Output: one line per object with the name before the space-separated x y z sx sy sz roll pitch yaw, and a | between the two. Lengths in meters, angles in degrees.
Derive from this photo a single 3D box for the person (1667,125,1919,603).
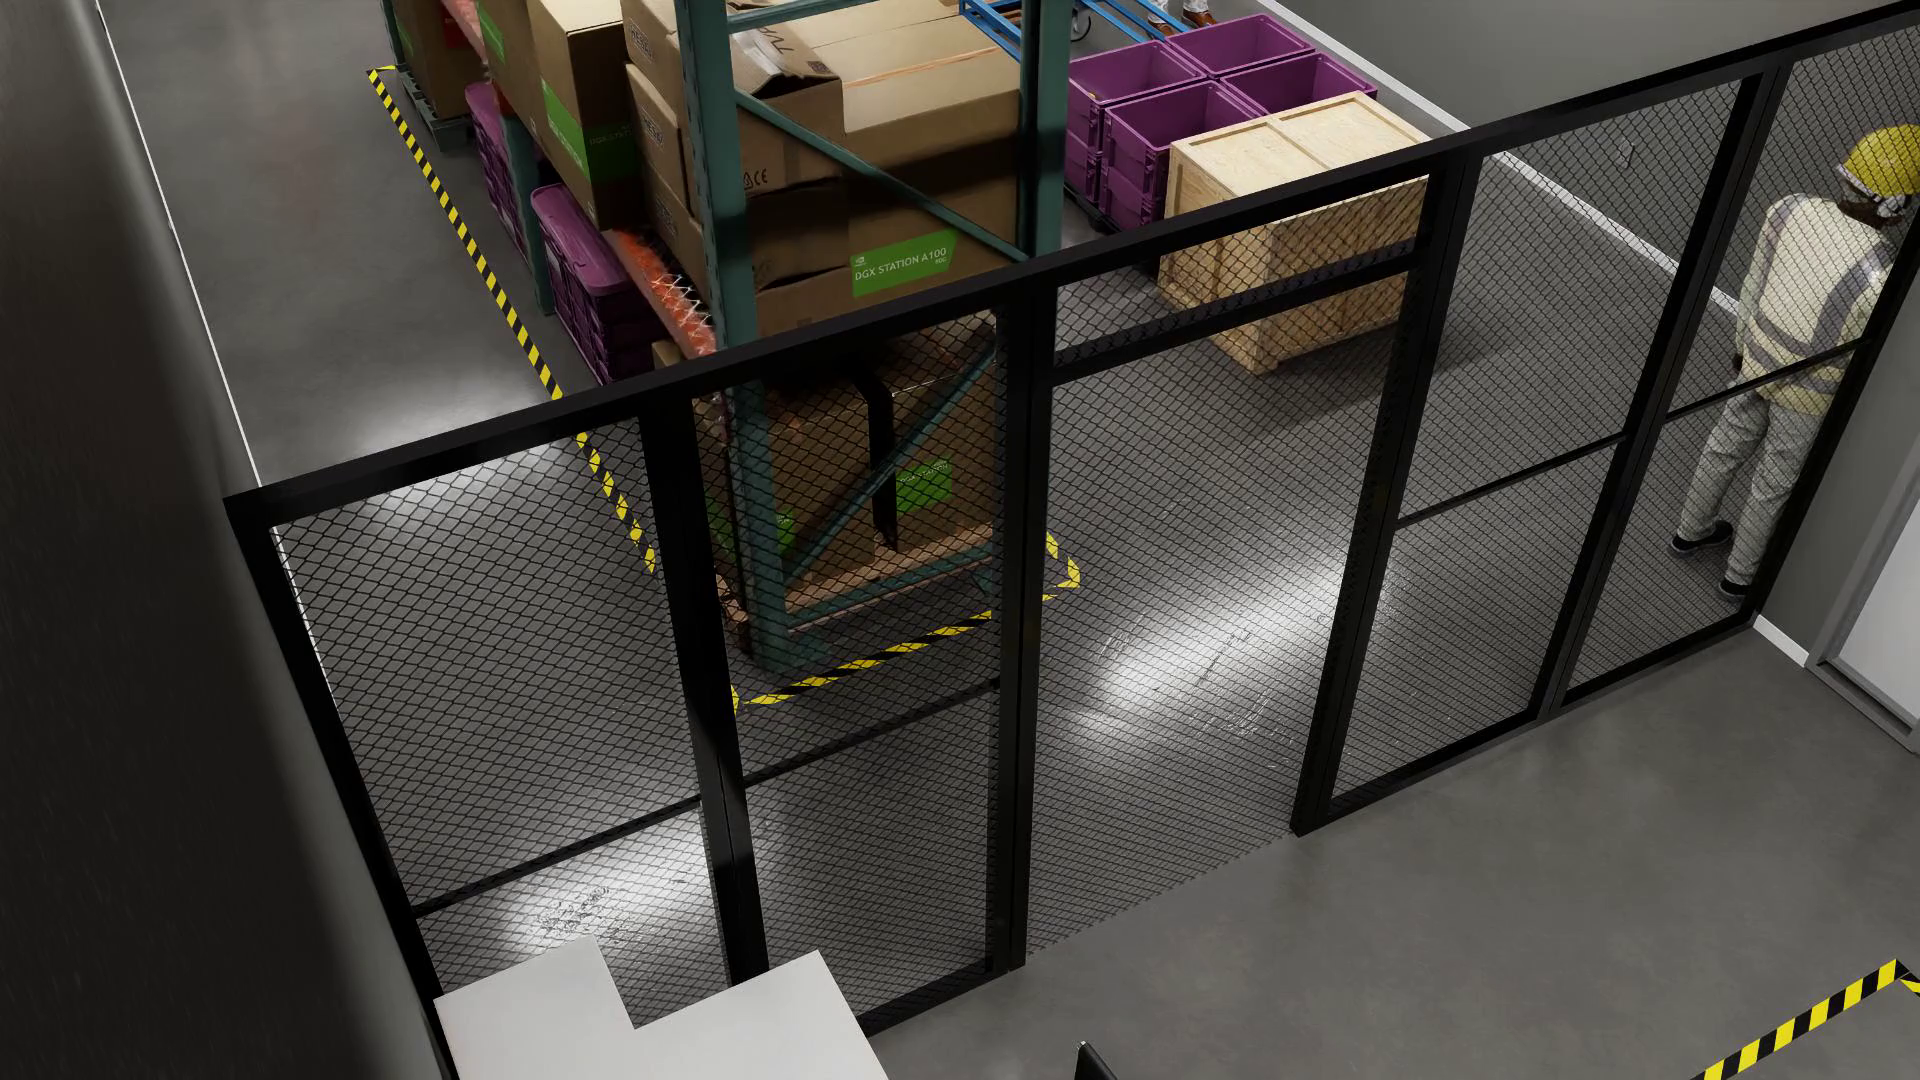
person | 2.857 -0.569 5.645 0.403 1.833 0.590 -14 44 -15

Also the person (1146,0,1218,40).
person | 1.270 -3.624 8.910 0.633 1.939 0.368 -22 47 -22
